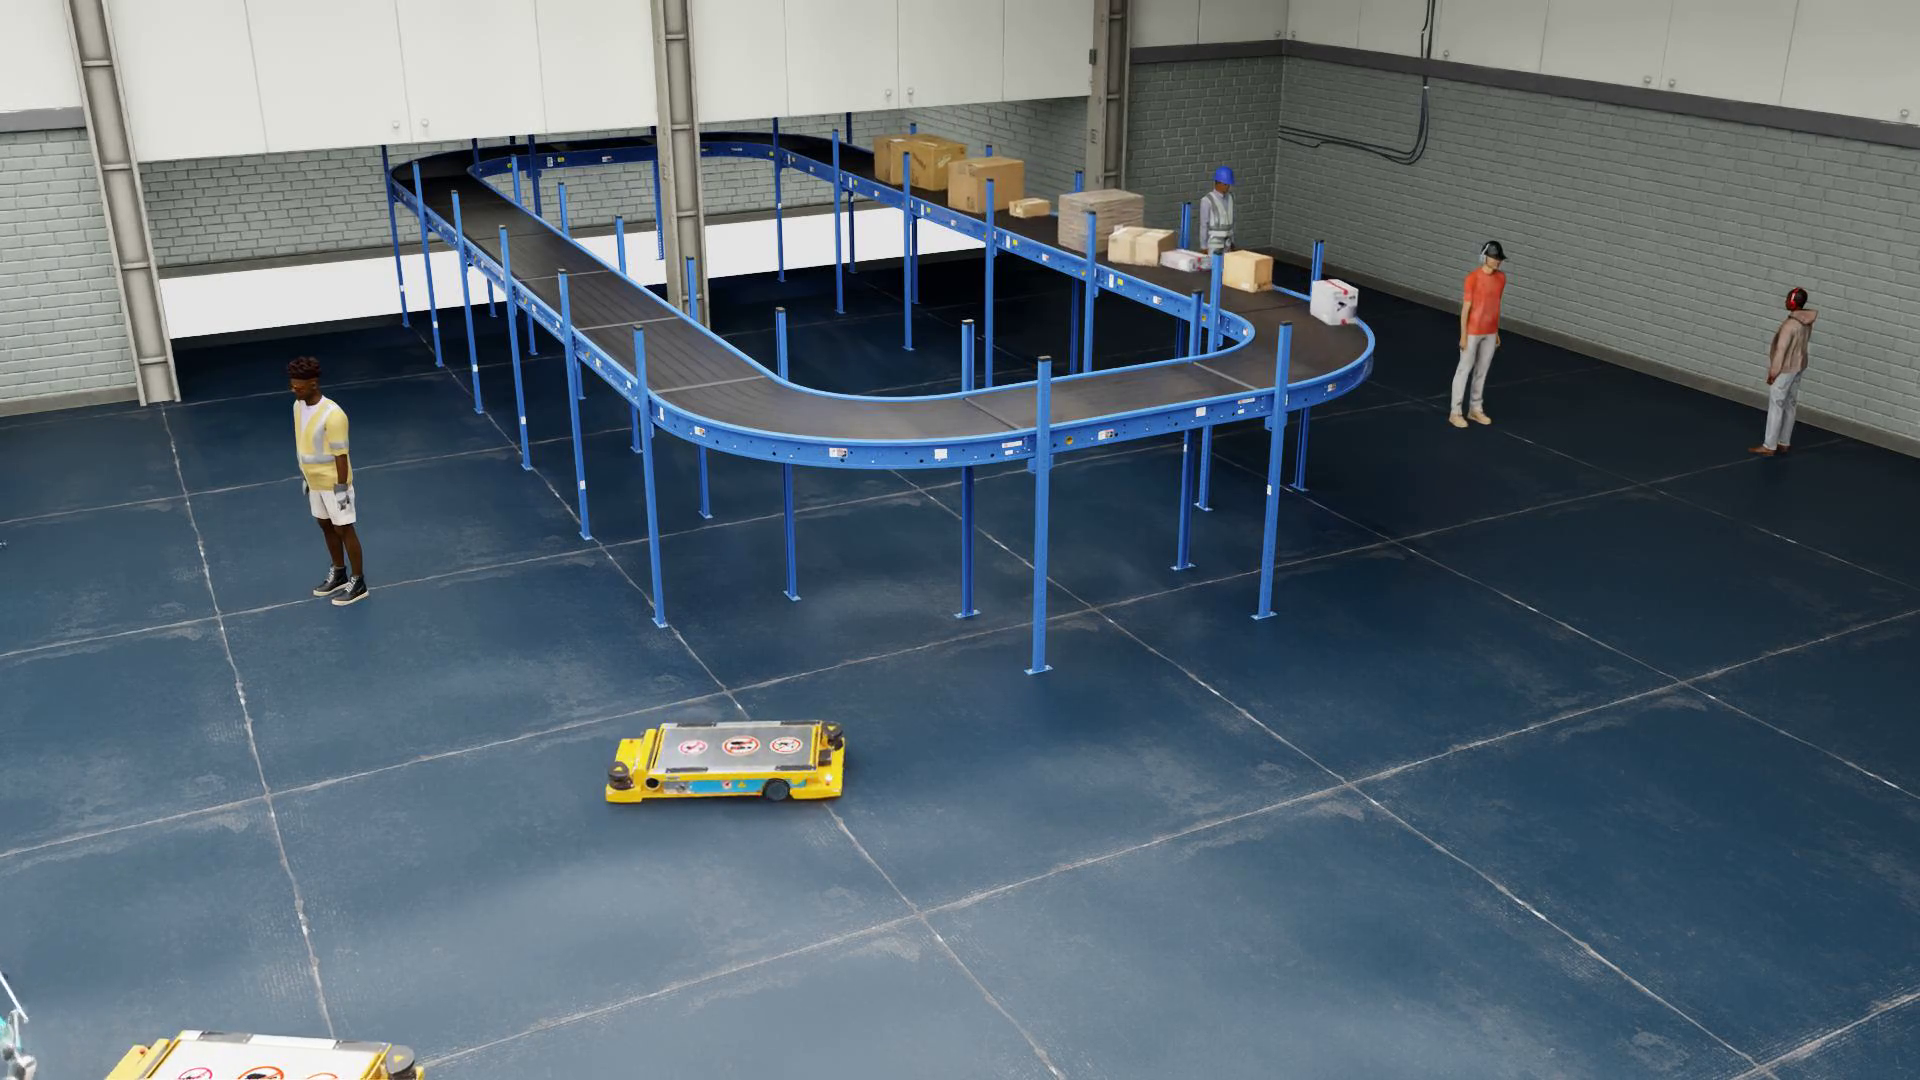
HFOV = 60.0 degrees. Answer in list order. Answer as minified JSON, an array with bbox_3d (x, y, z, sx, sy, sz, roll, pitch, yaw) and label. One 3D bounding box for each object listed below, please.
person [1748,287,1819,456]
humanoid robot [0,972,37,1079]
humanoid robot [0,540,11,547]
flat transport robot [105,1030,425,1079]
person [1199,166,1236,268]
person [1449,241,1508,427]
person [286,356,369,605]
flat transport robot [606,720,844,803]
[{"bbox_3d":[7.977,-1.618,16.036,0.464,1.647,0.317,-15,26,-33],"label":"person"},{"bbox_3d":[-4.314,1.939,7.130,0.889,1.755,0.563,16,27,34],"label":"humanoid robot"},{"bbox_3d":[-8.411,-0.706,13.658,0.975,1.734,0.542,7,23,17],"label":"humanoid robot"},{"bbox_3d":[-3.257,2.553,7.565,1.431,0.231,0.659,2,22,5],"label":"flat transport robot"},{"bbox_3d":[3.231,-3.718,20.851,0.616,1.935,0.414,-19,28,-38],"label":"person"},{"bbox_3d":[5.290,-2.079,16.829,0.481,1.909,0.417,-9,24,-20],"label":"person"},{"bbox_3d":[-4.874,-0.468,12.783,0.602,1.959,0.372,18,28,37],"label":"person"},{"bbox_3d":[-1.455,1.392,10.435,1.431,0.231,0.659,-1,22,-2],"label":"flat transport robot"}]
